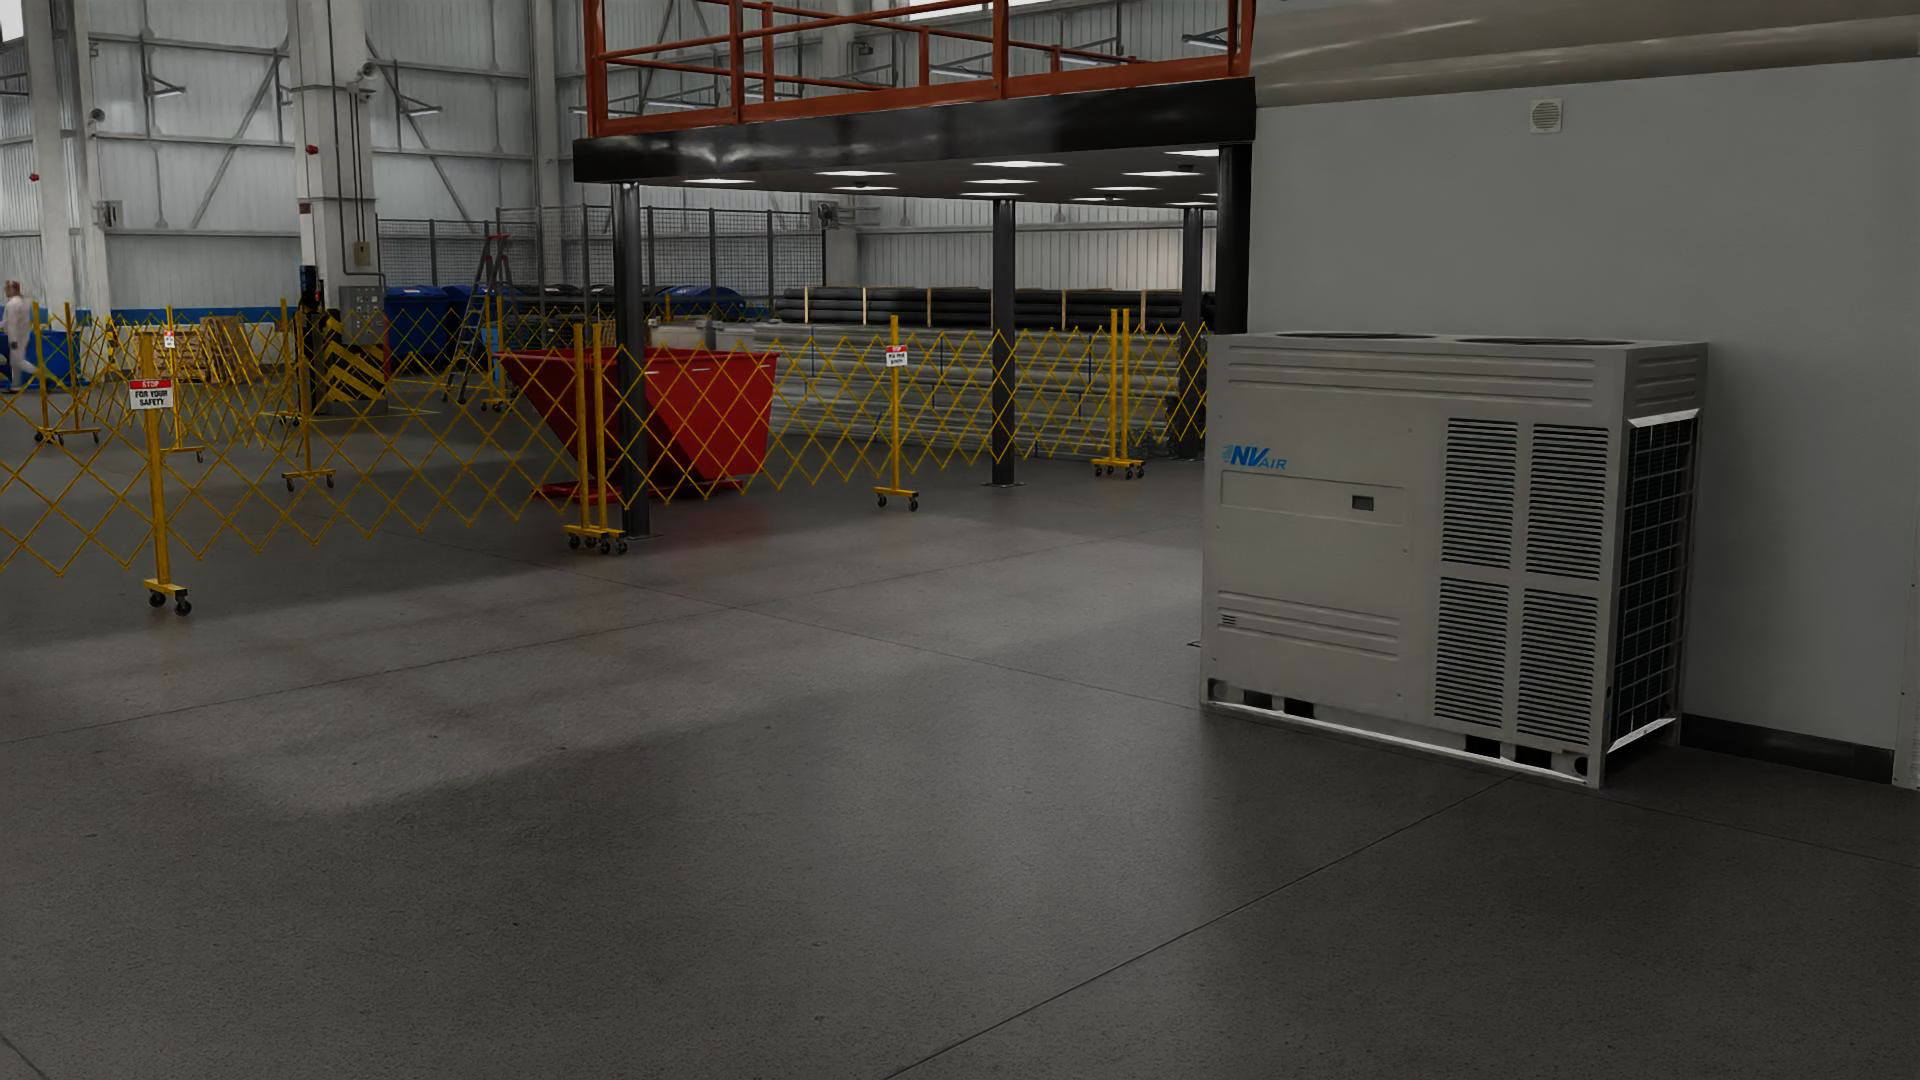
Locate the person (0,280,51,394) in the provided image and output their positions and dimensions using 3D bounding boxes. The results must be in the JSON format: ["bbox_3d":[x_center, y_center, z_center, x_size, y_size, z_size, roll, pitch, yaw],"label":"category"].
[{"bbox_3d":[-15.510,-3.343,27.503,0.787,1.884,0.650,-2,9,-10],"label":"person"}]
